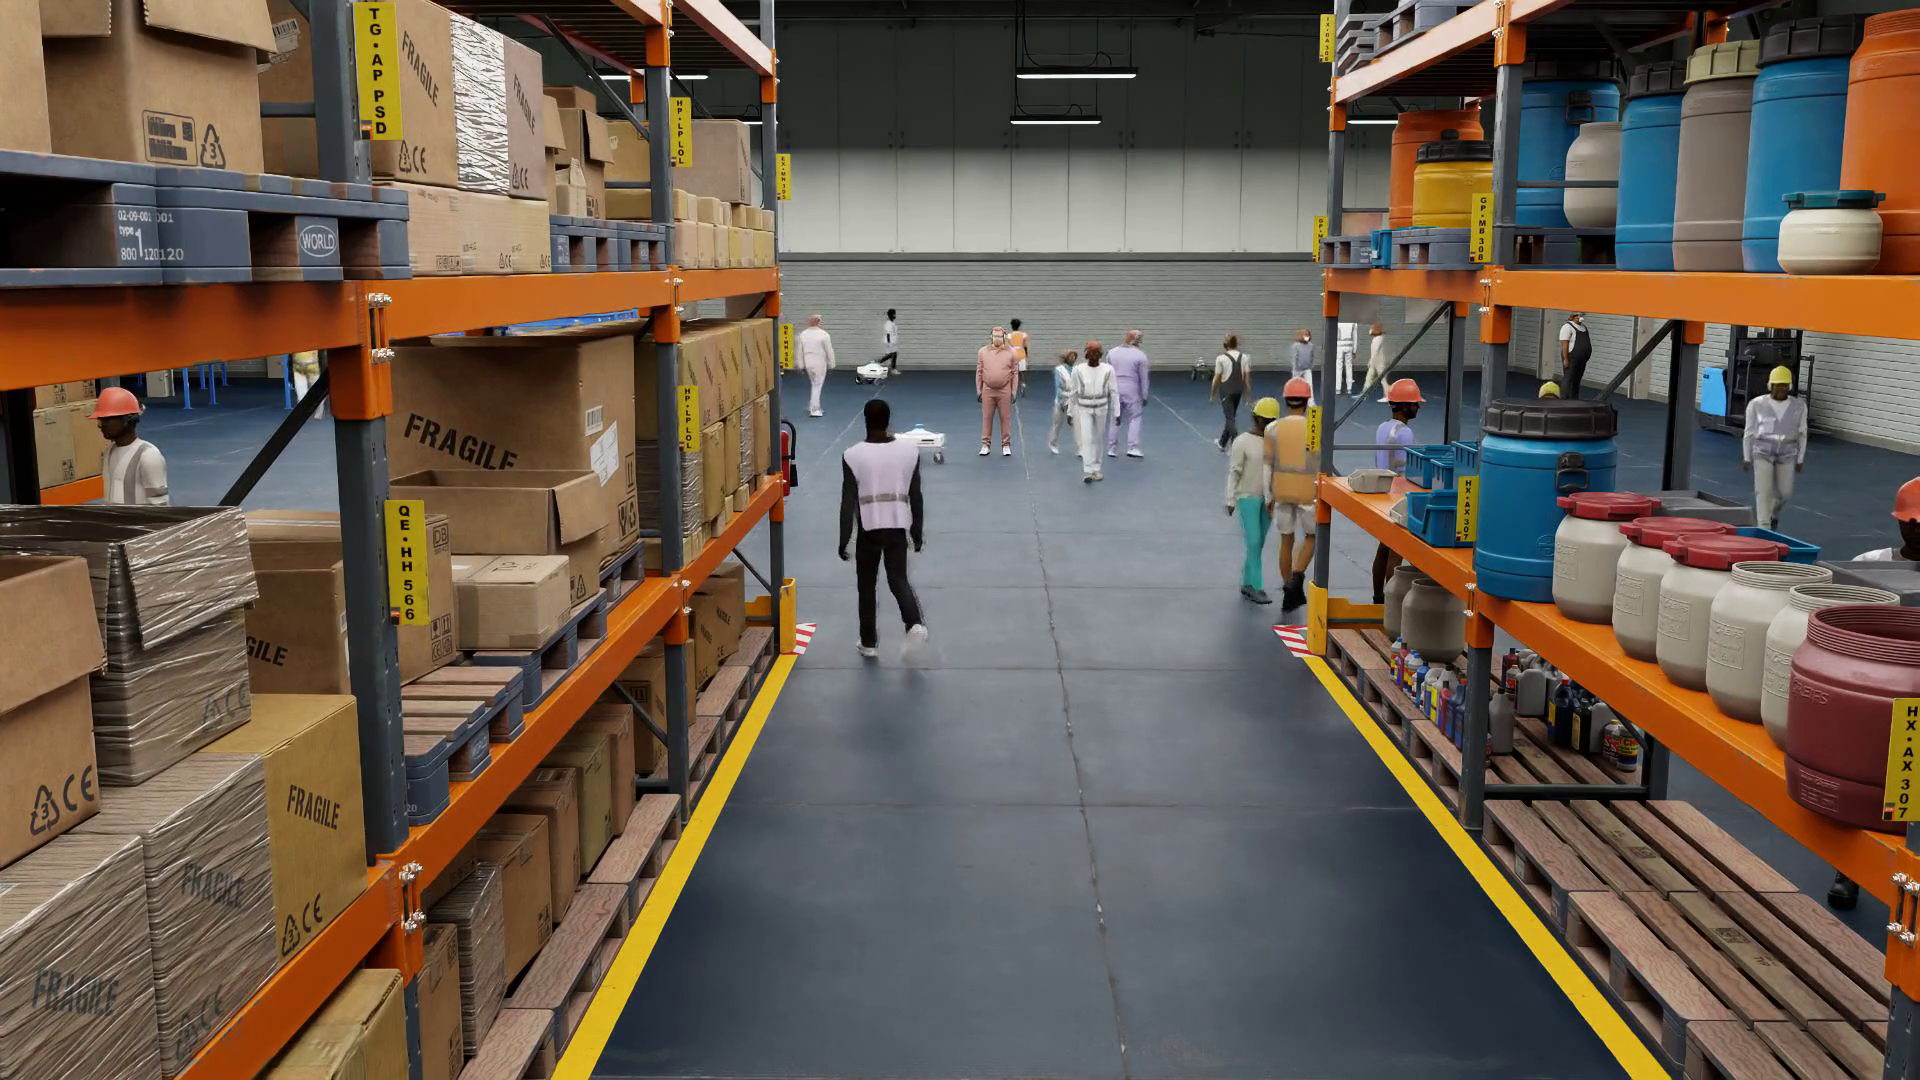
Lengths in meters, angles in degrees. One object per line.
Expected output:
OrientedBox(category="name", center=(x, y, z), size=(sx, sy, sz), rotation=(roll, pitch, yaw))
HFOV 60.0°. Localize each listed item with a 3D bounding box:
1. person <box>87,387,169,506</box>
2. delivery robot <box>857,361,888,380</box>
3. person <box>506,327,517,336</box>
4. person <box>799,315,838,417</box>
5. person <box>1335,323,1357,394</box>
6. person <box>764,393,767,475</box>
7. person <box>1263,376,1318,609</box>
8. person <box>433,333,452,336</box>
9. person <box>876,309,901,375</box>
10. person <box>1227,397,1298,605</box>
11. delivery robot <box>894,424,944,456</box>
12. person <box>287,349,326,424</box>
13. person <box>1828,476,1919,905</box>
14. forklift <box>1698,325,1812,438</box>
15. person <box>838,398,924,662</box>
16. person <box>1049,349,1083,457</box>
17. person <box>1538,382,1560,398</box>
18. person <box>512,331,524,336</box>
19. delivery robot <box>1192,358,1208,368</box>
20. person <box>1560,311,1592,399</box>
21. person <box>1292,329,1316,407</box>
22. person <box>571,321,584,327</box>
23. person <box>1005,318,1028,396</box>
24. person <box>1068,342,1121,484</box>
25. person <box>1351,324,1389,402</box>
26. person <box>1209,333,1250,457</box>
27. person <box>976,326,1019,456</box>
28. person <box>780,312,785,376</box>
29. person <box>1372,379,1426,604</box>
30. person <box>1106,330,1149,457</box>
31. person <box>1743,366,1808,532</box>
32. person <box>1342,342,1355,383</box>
OrientedBox(category="person", center=(-5.456, 0.016, 10.941), size=(0.615, 2.040, 0.391), rotation=(7, 12, 34))
OrientedBox(category="delivery robot", center=(-2.052, -3.963, 39.072), size=(0.707, 0.478, 0.477), rotation=(5, 11, 29))
OrientedBox(category="person", center=(-10.630, -4.661, 39.309), size=(0.494, 1.922, 0.562), rotation=(1, 10, 4))
OrientedBox(category="person", center=(-2.604, -3.243, 30.941), size=(0.646, 1.880, 0.729), rotation=(7, 12, 35))
OrientedBox(category="person", center=(8.359, -4.126, 36.229), size=(0.582, 1.882, 0.338), rotation=(-1, 10, -7))
OrientedBox(category="person", center=(-2.426, -1.305, 19.505), size=(0.572, 1.822, 0.593), rotation=(7, 12, 35))
OrientedBox(category="person", center=(2.756, -0.381, 13.676), size=(0.559, 1.921, 0.430), rotation=(5, 11, 27))
OrientedBox(category="person", center=(-7.849, -2.355, 25.490), size=(0.605, 1.928, 0.450), rotation=(7, 12, 37))
OrientedBox(category="person", center=(-1.813, -5.034, 42.279), size=(0.566, 1.684, 0.539), rotation=(2, 10, 11))
OrientedBox(category="person", center=(2.562, -0.324, 13.916), size=(0.530, 1.726, 0.804), rotation=(-4, 10, -25))
OrientedBox(category="delivery robot", center=(-0.584, -1.413, 23.798), size=(0.707, 0.478, 0.477), rotation=(0, 10, -1))
OrientedBox(category="person", center=(-11.707, -3.014, 29.841), size=(0.661, 1.805, 0.840), rotation=(-2, 10, -13))
OrientedBox(category="person", center=(4.146, 0.679, 7.287), size=(0.547, 1.937, 0.379), rotation=(4, 10, 25))
OrientedBox(category="forklift", center=(13.248, -3.165, 27.620), size=(1.129, 2.768, 1.873), rotation=(0, 9, 1))
OrientedBox(category="person", center=(-0.534, -0.063, 11.922), size=(0.649, 1.886, 0.809), rotation=(-4, 10, -21))
OrientedBox(category="person", center=(1.583, -2.042, 24.620), size=(0.493, 1.590, 0.875), rotation=(-4, 10, -23))
OrientedBox(category="person", center=(5.629, -0.670, 16.067), size=(0.523, 1.714, 0.952), rotation=(2, 10, 9))
OrientedBox(category="person", center=(-6.153, -1.976, 23.295), size=(0.678, 1.894, 0.418), rotation=(5, 11, 26))
OrientedBox(category="delivery robot", center=(5.859, -4.321, 40.427), size=(0.335, 0.223, 0.698), rotation=(3, 10, 20))
OrientedBox(category="person", center=(11.927, -3.503, 32.156), size=(0.690, 2.000, 0.535), rotation=(-7, 12, -36))
OrientedBox(category="person", center=(6.543, -3.216, 31.662), size=(0.512, 1.579, 0.880), rotation=(-3, 10, -17))
OrientedBox(category="person", center=(-6.157, -2.570, 26.819), size=(0.626, 1.924, 0.558), rotation=(0, 9, 2))
OrientedBox(category="person", center=(1.209, -3.876, 35.341), size=(0.530, 1.674, 0.738), rotation=(-1, 10, -8))
OrientedBox(category="person", center=(1.748, -1.654, 21.590), size=(0.659, 1.827, 1.014), rotation=(0, 9, -1))
OrientedBox(category="person", center=(8.454, -3.617, 34.033), size=(0.820, 1.595, 0.513), rotation=(0, 9, 2))
OrientedBox(category="person", center=(3.944, -2.148, 24.612), size=(0.542, 1.801, 0.924), rotation=(-4, 10, -21))
OrientedBox(category="person", center=(0.547, -2.209, 24.671), size=(0.643, 1.910, 0.411), rotation=(1, 10, 6))
OrientedBox(category="person", center=(-4.651, -5.100, 41.961), size=(0.377, 1.918, 0.585), rotation=(4, 10, 24))
OrientedBox(category="person", center=(3.478, -0.307, 13.188), size=(0.360, 1.939, 0.543), rotation=(-1, 10, -9))
OrientedBox(category="person", center=(2.422, -2.142, 24.415), size=(0.722, 1.876, 0.441), rotation=(5, 11, 28))
OrientedBox(category="person", center=(8.297, -0.876, 16.970), size=(0.598, 1.816, 0.585), rotation=(3, 10, 15))
OrientedBox(category="person", center=(9.228, -4.583, 39.715), size=(0.265, 1.632, 0.508), rotation=(-8, 12, -40))
